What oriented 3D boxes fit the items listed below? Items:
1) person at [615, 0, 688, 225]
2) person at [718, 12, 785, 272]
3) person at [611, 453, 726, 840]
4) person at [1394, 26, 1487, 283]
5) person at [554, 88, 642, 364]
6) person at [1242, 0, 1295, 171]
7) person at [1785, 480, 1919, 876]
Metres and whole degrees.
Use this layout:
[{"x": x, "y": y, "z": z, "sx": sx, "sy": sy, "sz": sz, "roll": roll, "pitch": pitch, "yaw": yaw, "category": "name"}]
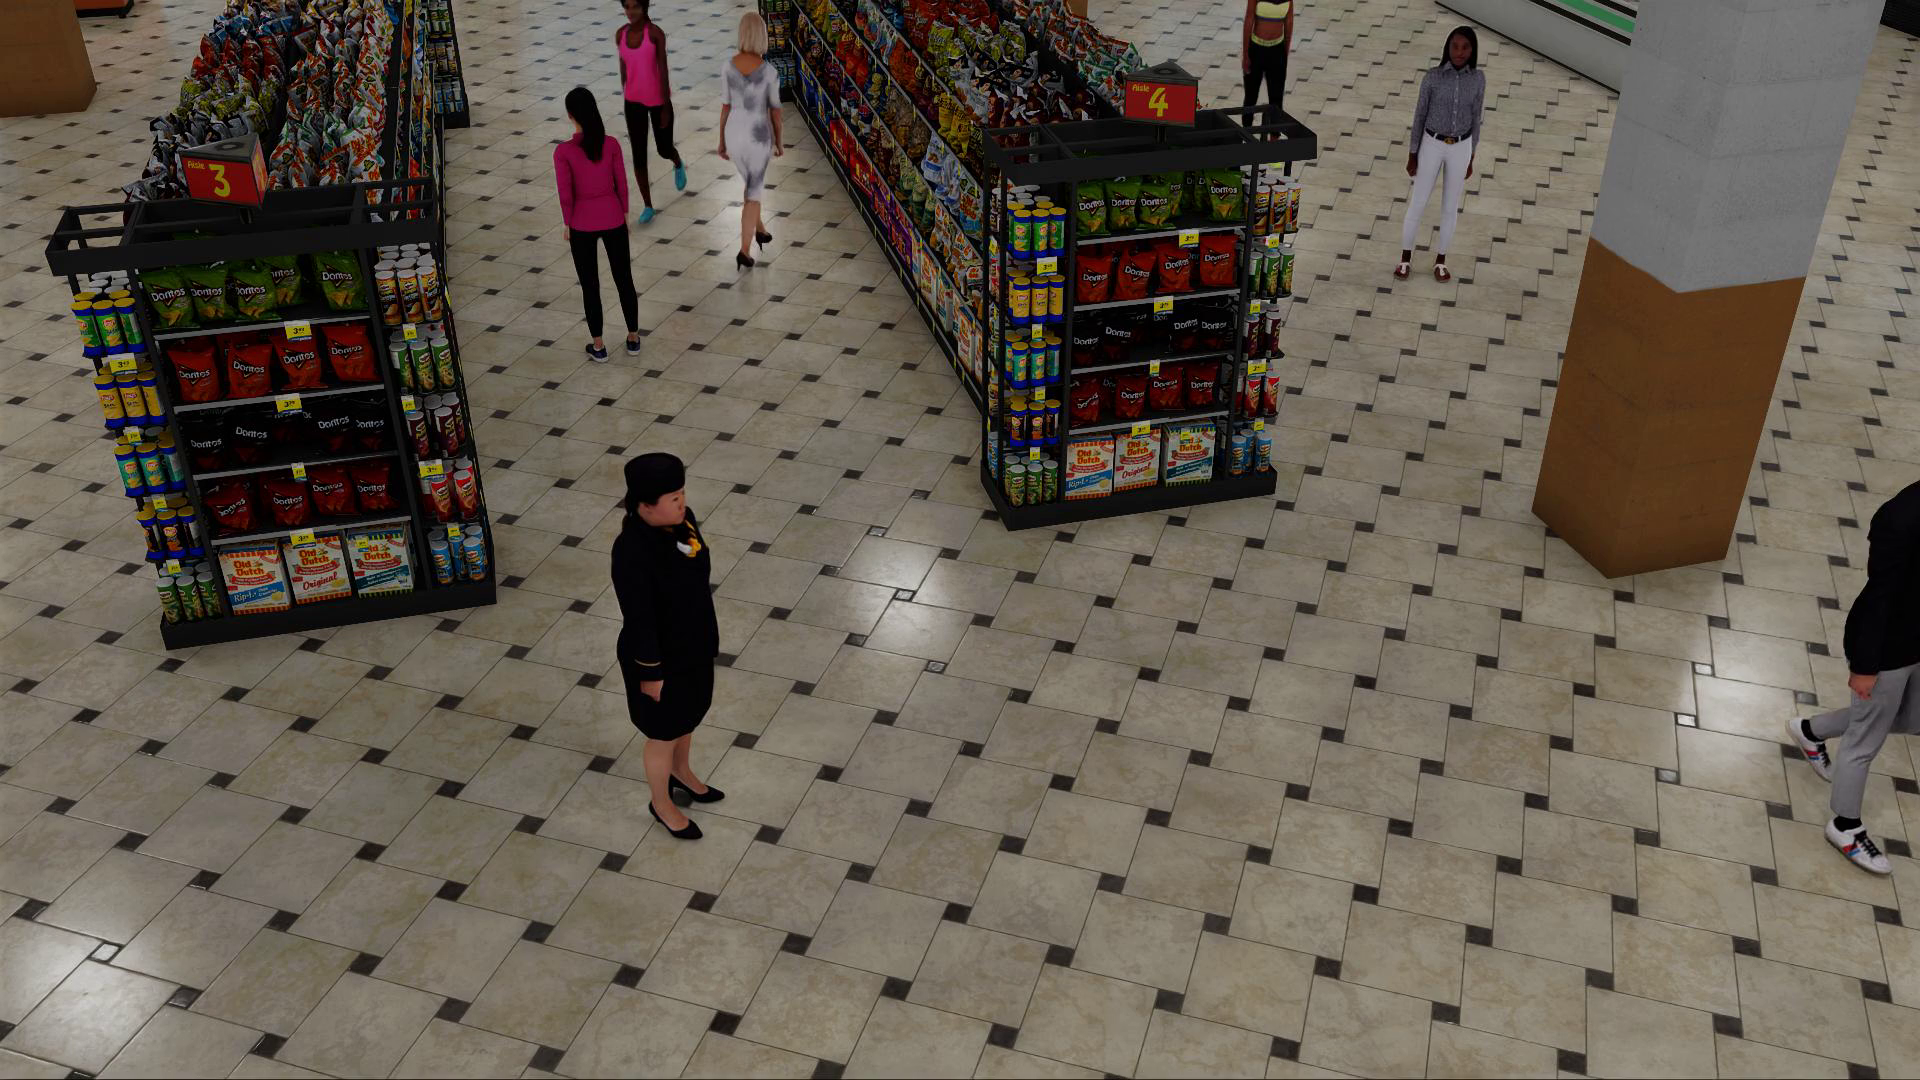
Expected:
[{"x": -2.262, "y": -3.227, "z": 12.256, "sx": 0.783, "sy": 1.706, "sz": 1.046, "roll": 5, "pitch": 32, "yaw": 8, "category": "person"}, {"x": -1.457, "y": -2.657, "z": 11.336, "sx": 0.857, "sy": 1.711, "sz": 0.976, "roll": 8, "pitch": 33, "yaw": 13, "category": "person"}, {"x": -1.131, "y": 0.413, "z": 6.439, "sx": 0.867, "sy": 1.671, "sz": 0.755, "roll": 8, "pitch": 33, "yaw": 13, "category": "person"}, {"x": 3.267, "y": -2.600, "z": 11.232, "sx": 0.668, "sy": 1.724, "sz": 0.646, "roll": 5, "pitch": 32, "yaw": 8, "category": "person"}, {"x": -2.208, "y": -1.913, "z": 10.149, "sx": 0.622, "sy": 1.701, "sz": 0.612, "roll": -14, "pitch": 34, "yaw": -21, "category": "person"}, {"x": 2.415, "y": -3.892, "z": 13.304, "sx": 0.701, "sy": 1.727, "sz": 0.955, "roll": 0, "pitch": 32, "yaw": -1, "category": "person"}, {"x": 3.525, "y": 0.313, "z": 6.345, "sx": 0.815, "sy": 1.940, "sz": 0.986, "roll": -14, "pitch": 34, "yaw": -21, "category": "person"}]
